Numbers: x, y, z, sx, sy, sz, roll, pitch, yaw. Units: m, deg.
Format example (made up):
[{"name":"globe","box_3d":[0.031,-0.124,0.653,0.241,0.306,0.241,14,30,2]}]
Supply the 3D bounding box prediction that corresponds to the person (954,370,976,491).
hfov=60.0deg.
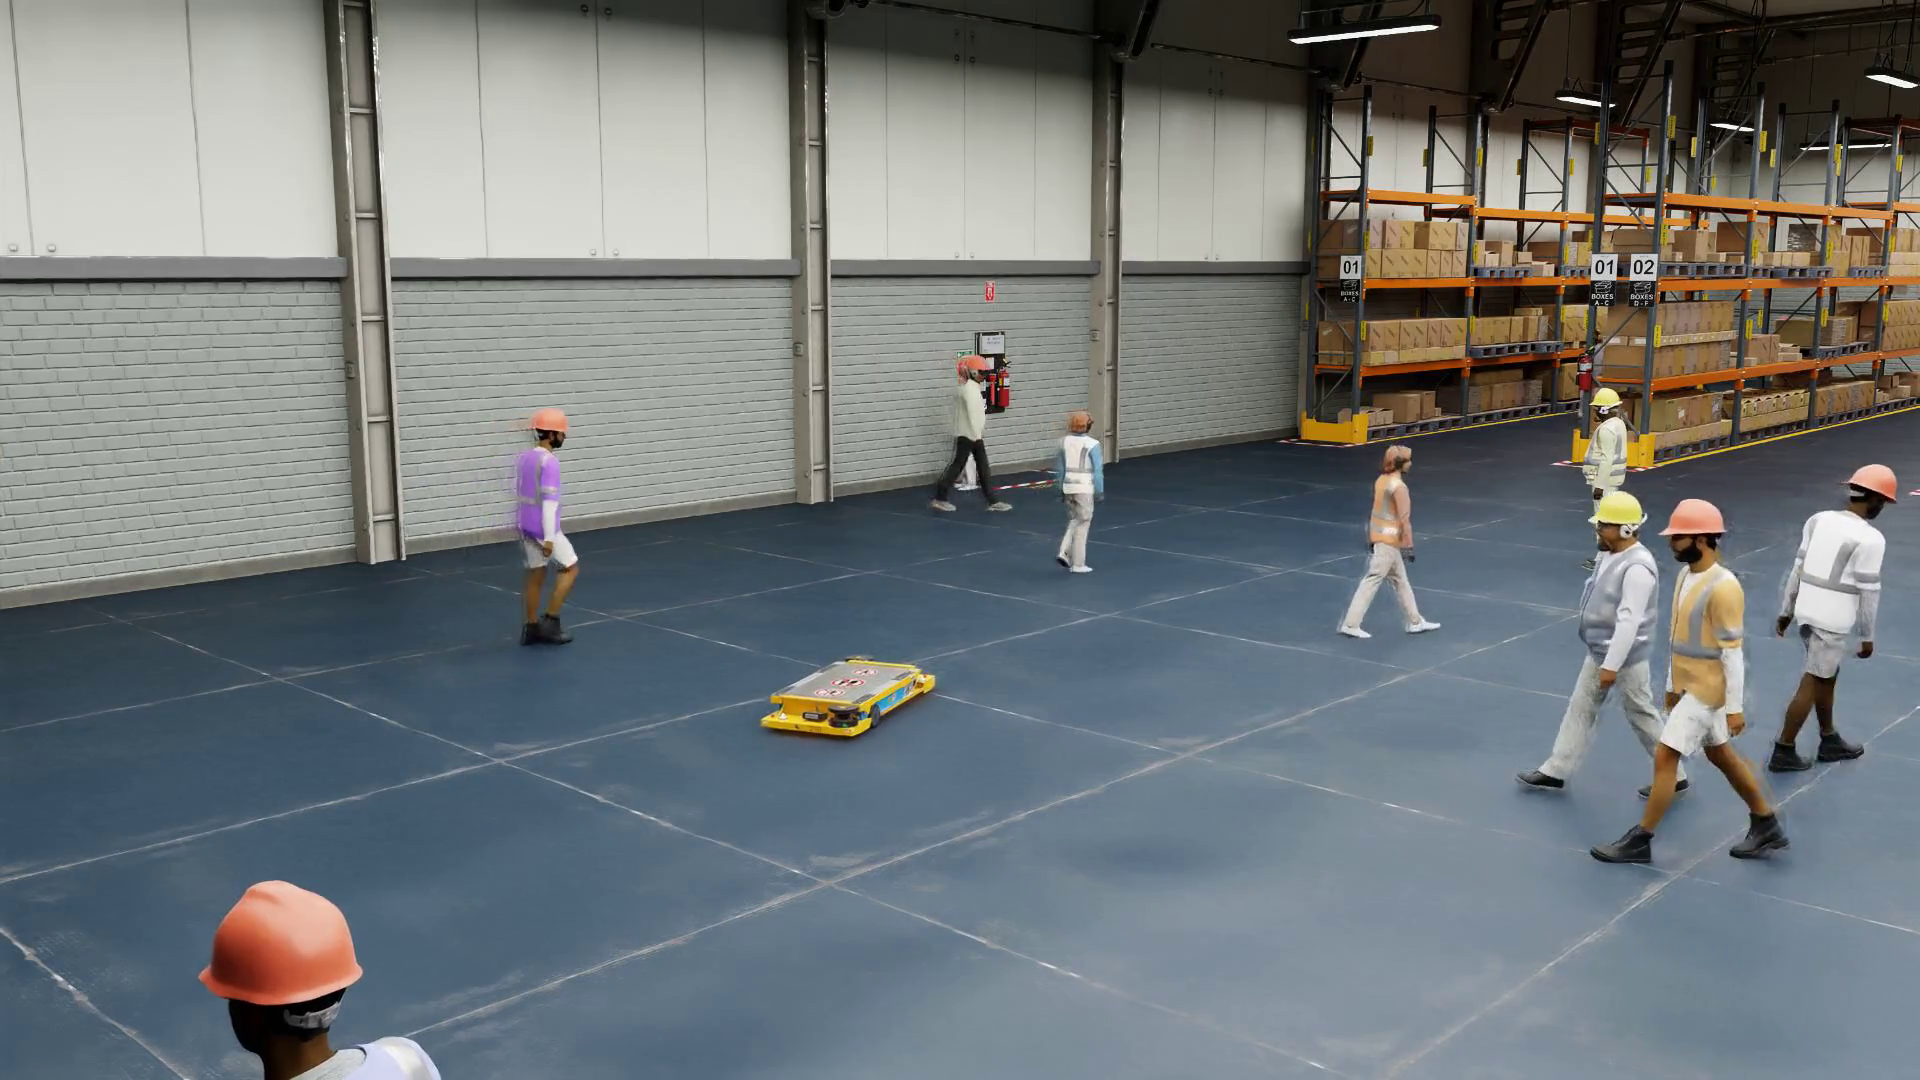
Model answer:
[{"name":"person","box_3d":[0.089,-1.494,22.668,0.307,1.645,0.517,-1,9,-8]}]

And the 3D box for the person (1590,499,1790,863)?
[{"name":"person","box_3d":[3.796,0.727,8.430,1.016,1.887,0.547,1,9,4]}]

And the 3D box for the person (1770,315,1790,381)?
[{"name":"person","box_3d":[17.039,-3.632,34.490,0.615,2.038,0.395,8,12,39]}]

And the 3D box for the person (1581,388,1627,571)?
[{"name":"person","box_3d":[6.444,-0.602,16.655,0.404,1.829,0.600,6,11,31]}]

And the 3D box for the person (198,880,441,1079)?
[{"name":"person","box_3d":[-1.192,1.571,3.088,0.375,1.939,0.546,4,10,24]}]

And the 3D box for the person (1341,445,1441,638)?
[{"name":"person","box_3d":[3.531,0.020,13.601,0.877,1.588,0.543,0,9,-2]}]

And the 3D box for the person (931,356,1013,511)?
[{"name":"person","box_3d":[0.109,-1.308,20.616,1.005,1.950,0.640,2,9,9]}]

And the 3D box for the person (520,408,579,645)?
[{"name":"person","box_3d":[-3.303,-0.099,13.332,0.495,1.914,0.559,-8,12,-39]}]

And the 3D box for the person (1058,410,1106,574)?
[{"name":"person","box_3d":[1.204,-0.473,16.485,0.365,1.624,0.528,-8,12,-40]}]

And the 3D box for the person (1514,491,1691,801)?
[{"name":"person","box_3d":[3.731,0.611,9.436,0.926,1.789,0.606,0,9,2]}]

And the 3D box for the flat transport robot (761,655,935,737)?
[{"name":"flat transport robot","box_3d":[-0.738,1.046,11.357,0.652,0.197,1.431,4,10,21]}]

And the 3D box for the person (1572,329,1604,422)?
[{"name":"person","box_3d":[12.310,-3.202,32.504,0.556,1.835,0.875,9,13,43]}]

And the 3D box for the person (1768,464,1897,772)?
[{"name":"person","box_3d":[5.275,0.480,9.945,0.855,1.870,0.611,-2,9,-10]}]
